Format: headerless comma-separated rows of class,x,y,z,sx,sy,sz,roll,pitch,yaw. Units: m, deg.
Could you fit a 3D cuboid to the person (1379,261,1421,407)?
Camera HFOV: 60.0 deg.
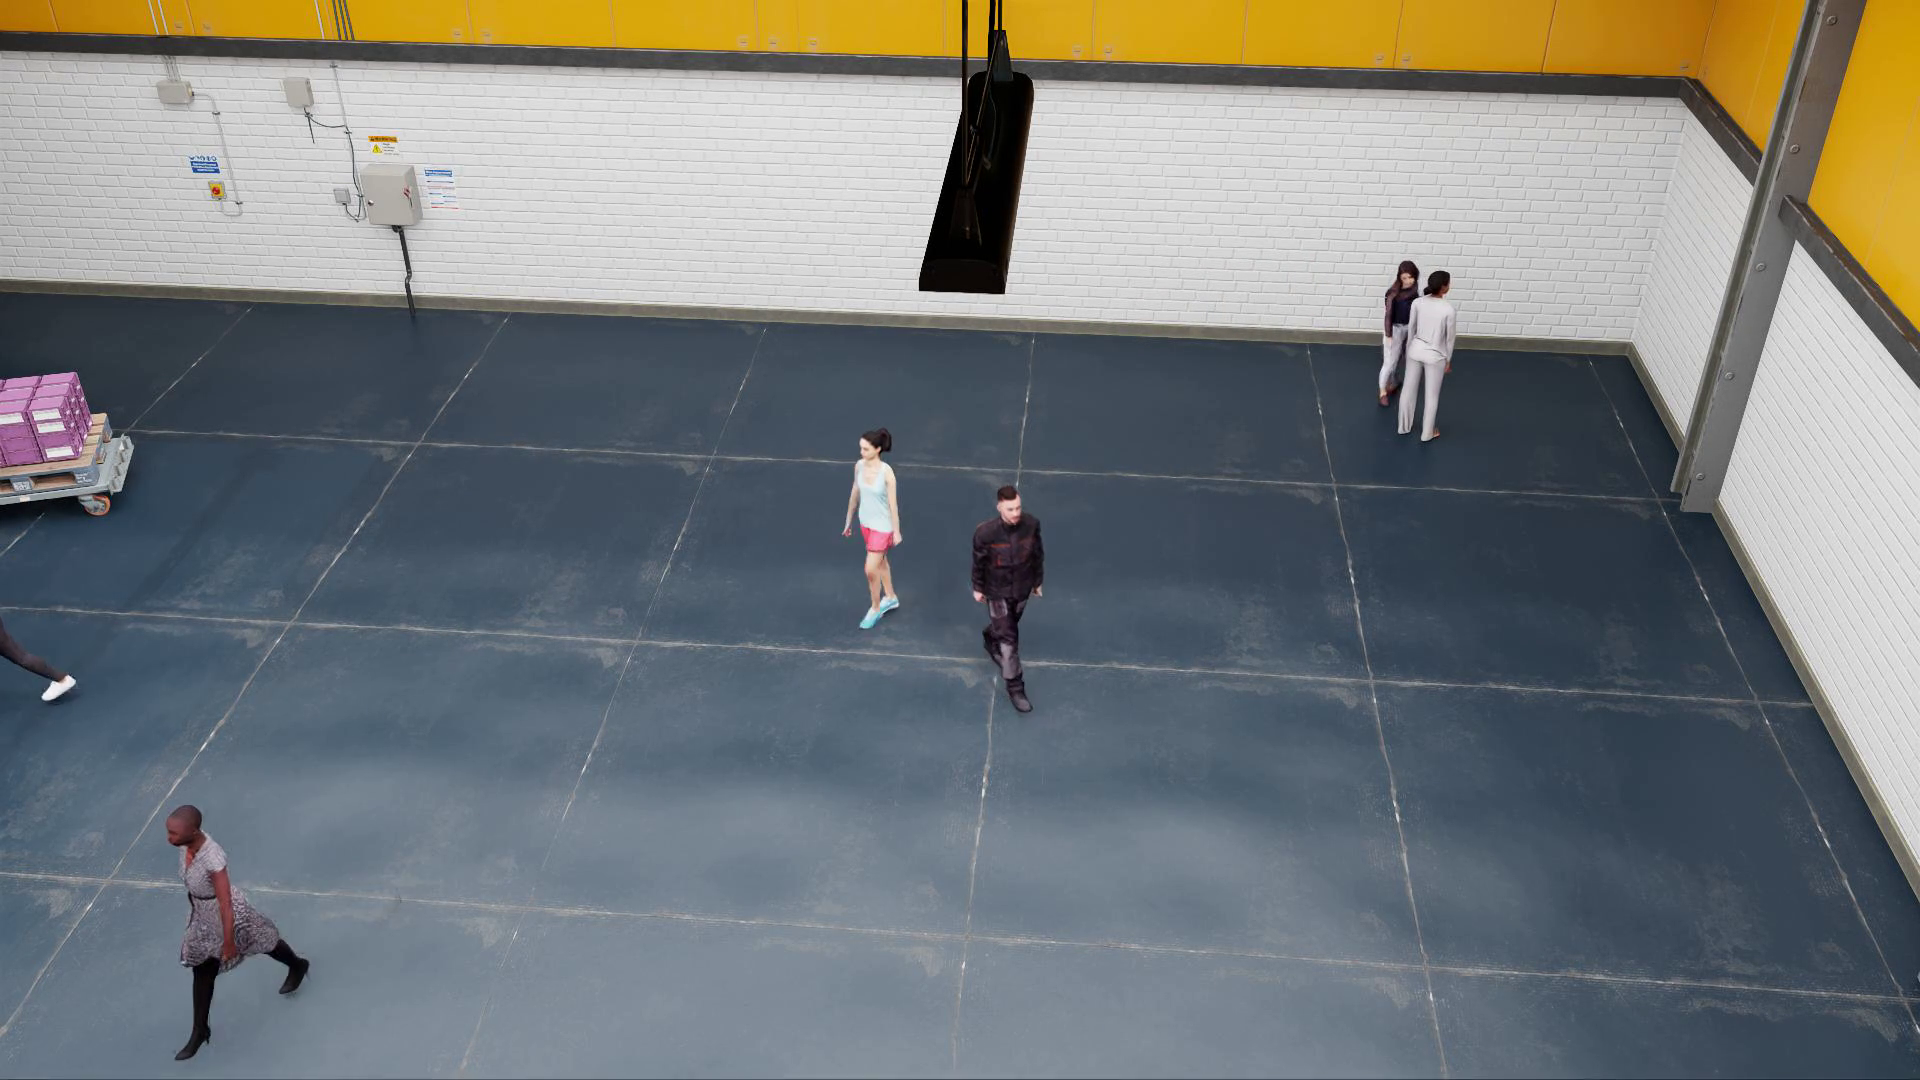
person,4.436,-2.106,16.740,0.873,1.594,0.753,20,38,27

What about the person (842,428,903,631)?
person,-0.621,-0.145,13.647,0.836,1.752,0.904,27,42,35

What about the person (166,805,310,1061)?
person,-4.356,2.258,10.053,1.044,1.728,1.254,22,39,29

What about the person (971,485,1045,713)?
person,0.347,0.324,12.887,1.088,1.813,1.299,-13,36,-19

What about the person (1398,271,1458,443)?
person,4.536,-1.792,16.139,0.722,1.737,0.738,24,41,32
